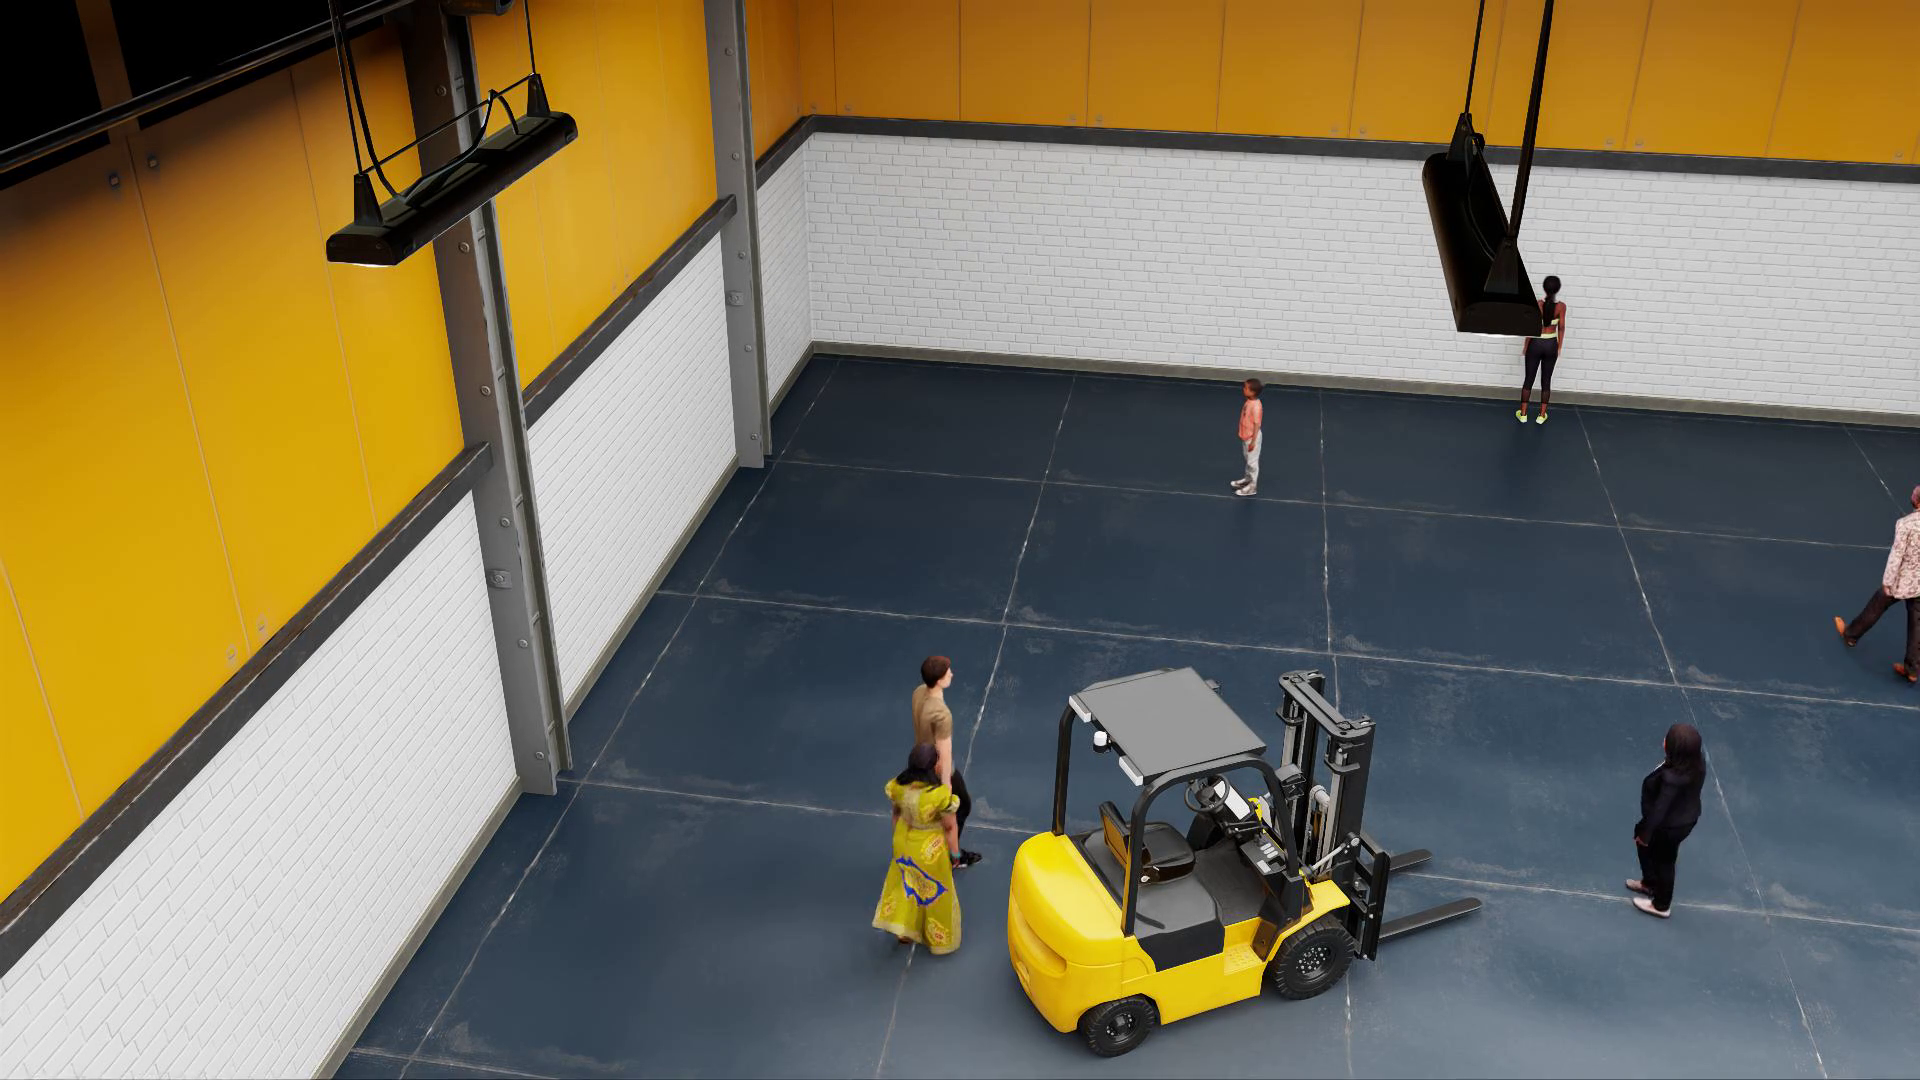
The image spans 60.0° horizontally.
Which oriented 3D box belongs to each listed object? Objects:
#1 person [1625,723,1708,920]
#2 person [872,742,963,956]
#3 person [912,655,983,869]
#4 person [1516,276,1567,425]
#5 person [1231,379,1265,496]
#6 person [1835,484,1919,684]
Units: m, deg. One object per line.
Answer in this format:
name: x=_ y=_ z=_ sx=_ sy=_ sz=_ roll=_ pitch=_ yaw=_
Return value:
person: x=5.045 y=1.995 z=11.627 sx=0.857 sy=1.601 sz=0.750 roll=20 pitch=34 yaw=32
person: x=-0.295 y=2.141 z=11.319 sx=0.895 sy=1.640 sz=1.002 roll=16 pitch=33 yaw=27
person: x=-0.259 y=1.656 z=11.996 sx=0.924 sy=1.843 sz=0.862 roll=-13 pitch=31 yaw=-23
person: x=6.701 y=-2.191 z=19.142 sx=0.572 sy=1.754 sz=0.509 roll=7 pitch=29 yaw=12
person: x=3.094 y=-1.111 z=17.627 sx=0.580 sy=1.309 sz=0.465 roll=-1 pitch=29 yaw=-2
person: x=8.265 y=0.404 z=14.376 sx=0.922 sy=1.762 sz=1.233 roll=-3 pitch=29 yaw=-5
